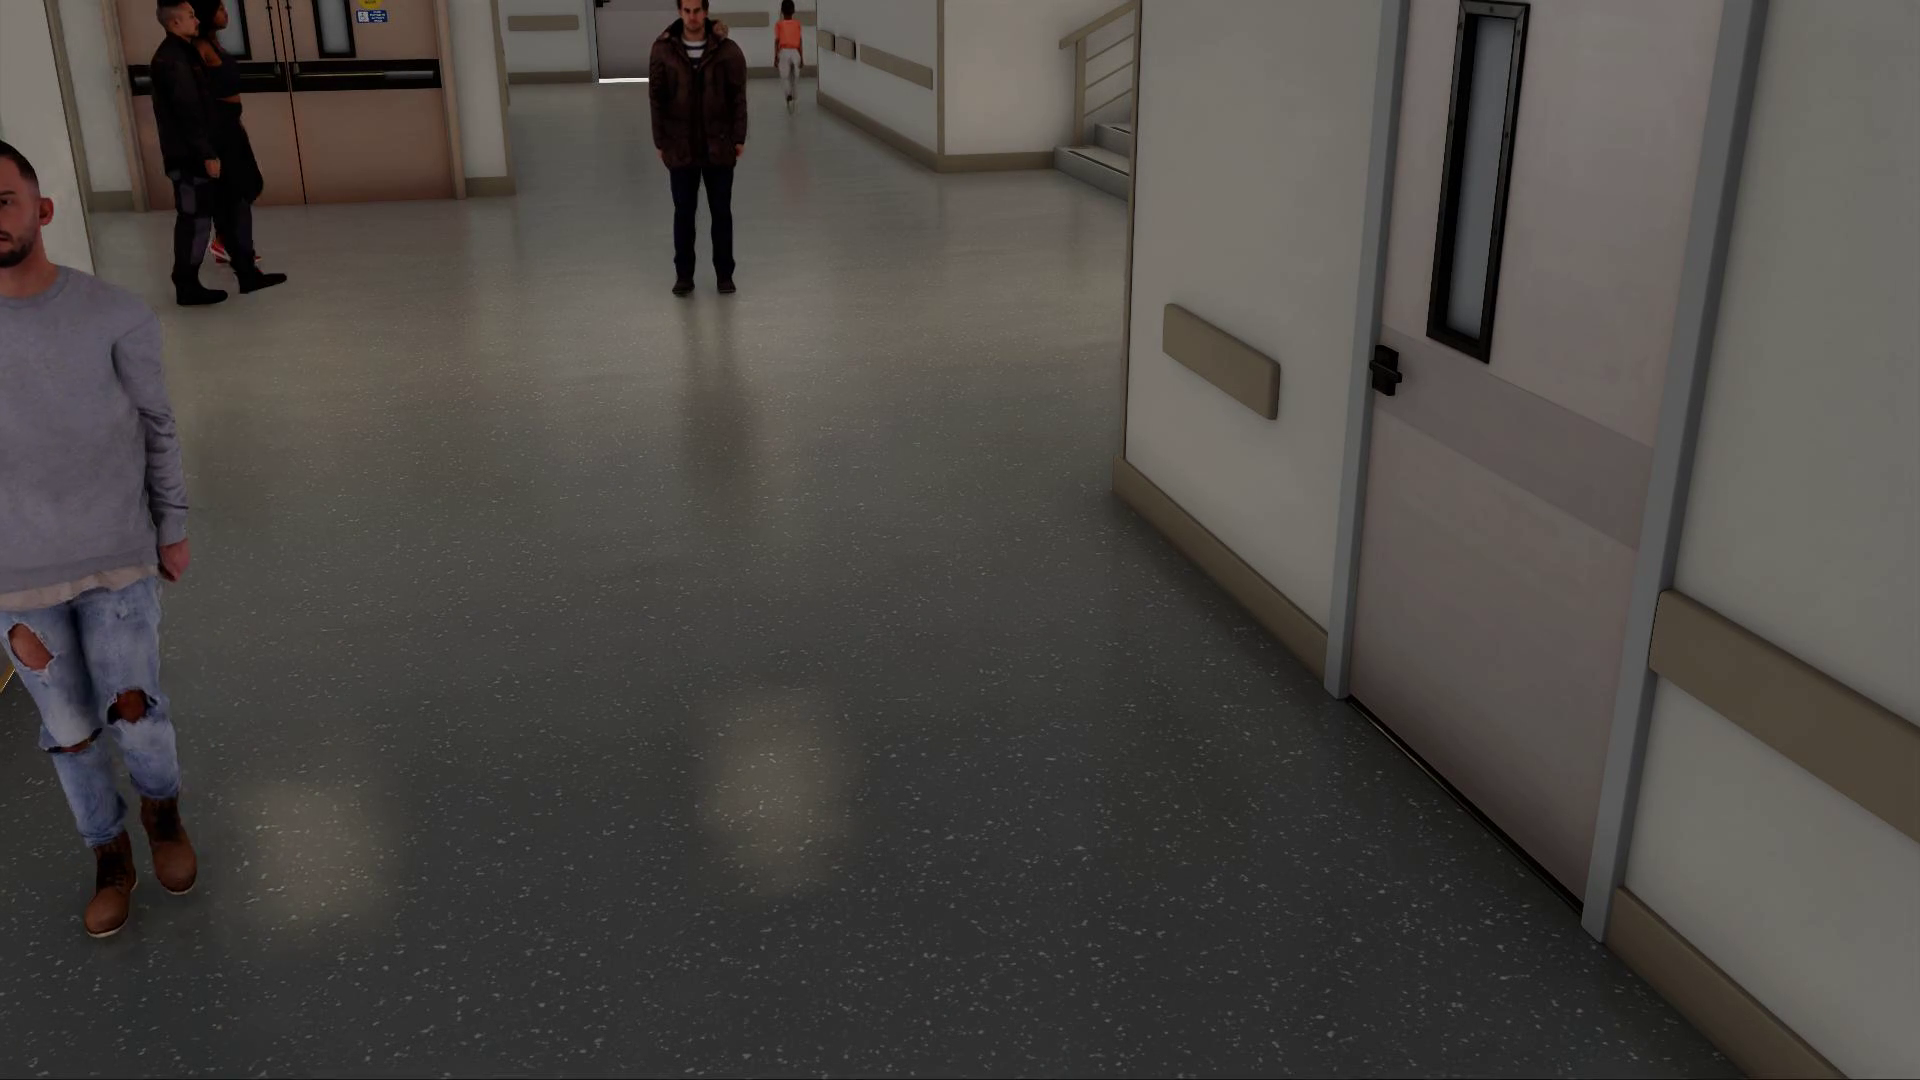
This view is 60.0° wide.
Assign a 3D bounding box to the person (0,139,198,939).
[{"bbox_3d":[-2.030,0.007,3.782,0.586,1.825,0.756,-7,22,-17],"label":"person"}]

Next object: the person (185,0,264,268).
[{"bbox_3d":[-4.954,-2.677,10.901,0.637,1.801,0.666,-6,22,-16],"label":"person"}]

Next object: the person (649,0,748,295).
[{"bbox_3d":[-1.597,-2.442,10.221,0.655,1.844,0.854,-2,21,-5],"label":"person"}]

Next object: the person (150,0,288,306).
[{"bbox_3d":[-4.654,-2.316,9.892,0.908,1.841,0.832,-8,22,-20],"label":"person"}]

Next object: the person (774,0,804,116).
[{"bbox_3d":[-1.992,-5.637,19.433,0.791,1.295,0.553,-5,21,-13],"label":"person"}]
